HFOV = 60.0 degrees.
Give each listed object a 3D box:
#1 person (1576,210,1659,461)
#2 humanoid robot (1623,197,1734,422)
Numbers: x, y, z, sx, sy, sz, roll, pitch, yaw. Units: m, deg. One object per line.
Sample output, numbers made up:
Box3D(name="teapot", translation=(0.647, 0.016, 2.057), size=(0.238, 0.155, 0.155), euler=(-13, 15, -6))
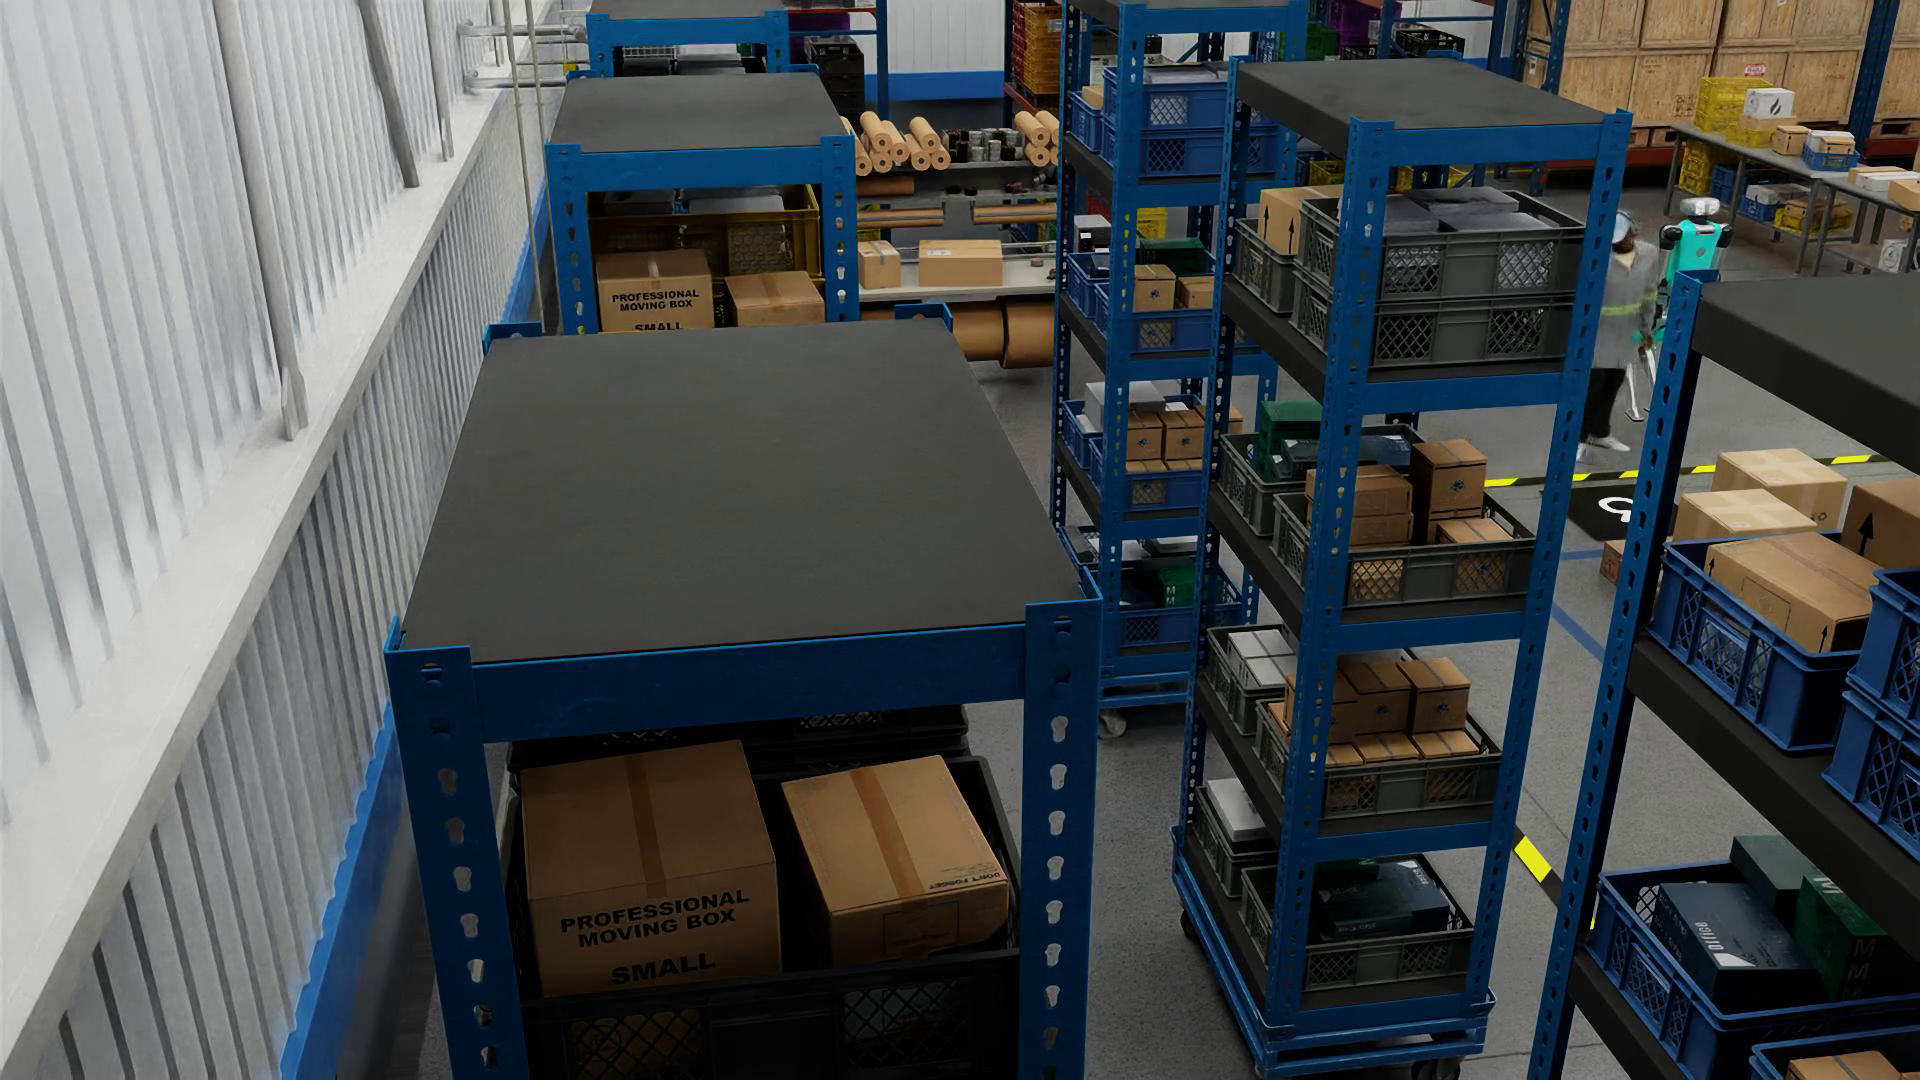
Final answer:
Box3D(name="person", translation=(4.523, -1.419, 11.545), size=(0.661, 1.810, 0.387), euler=(-7, 26, -15))
Box3D(name="humanoid robot", translation=(5.108, -1.714, 12.107), size=(0.533, 1.677, 0.735), euler=(-4, 25, -9))
